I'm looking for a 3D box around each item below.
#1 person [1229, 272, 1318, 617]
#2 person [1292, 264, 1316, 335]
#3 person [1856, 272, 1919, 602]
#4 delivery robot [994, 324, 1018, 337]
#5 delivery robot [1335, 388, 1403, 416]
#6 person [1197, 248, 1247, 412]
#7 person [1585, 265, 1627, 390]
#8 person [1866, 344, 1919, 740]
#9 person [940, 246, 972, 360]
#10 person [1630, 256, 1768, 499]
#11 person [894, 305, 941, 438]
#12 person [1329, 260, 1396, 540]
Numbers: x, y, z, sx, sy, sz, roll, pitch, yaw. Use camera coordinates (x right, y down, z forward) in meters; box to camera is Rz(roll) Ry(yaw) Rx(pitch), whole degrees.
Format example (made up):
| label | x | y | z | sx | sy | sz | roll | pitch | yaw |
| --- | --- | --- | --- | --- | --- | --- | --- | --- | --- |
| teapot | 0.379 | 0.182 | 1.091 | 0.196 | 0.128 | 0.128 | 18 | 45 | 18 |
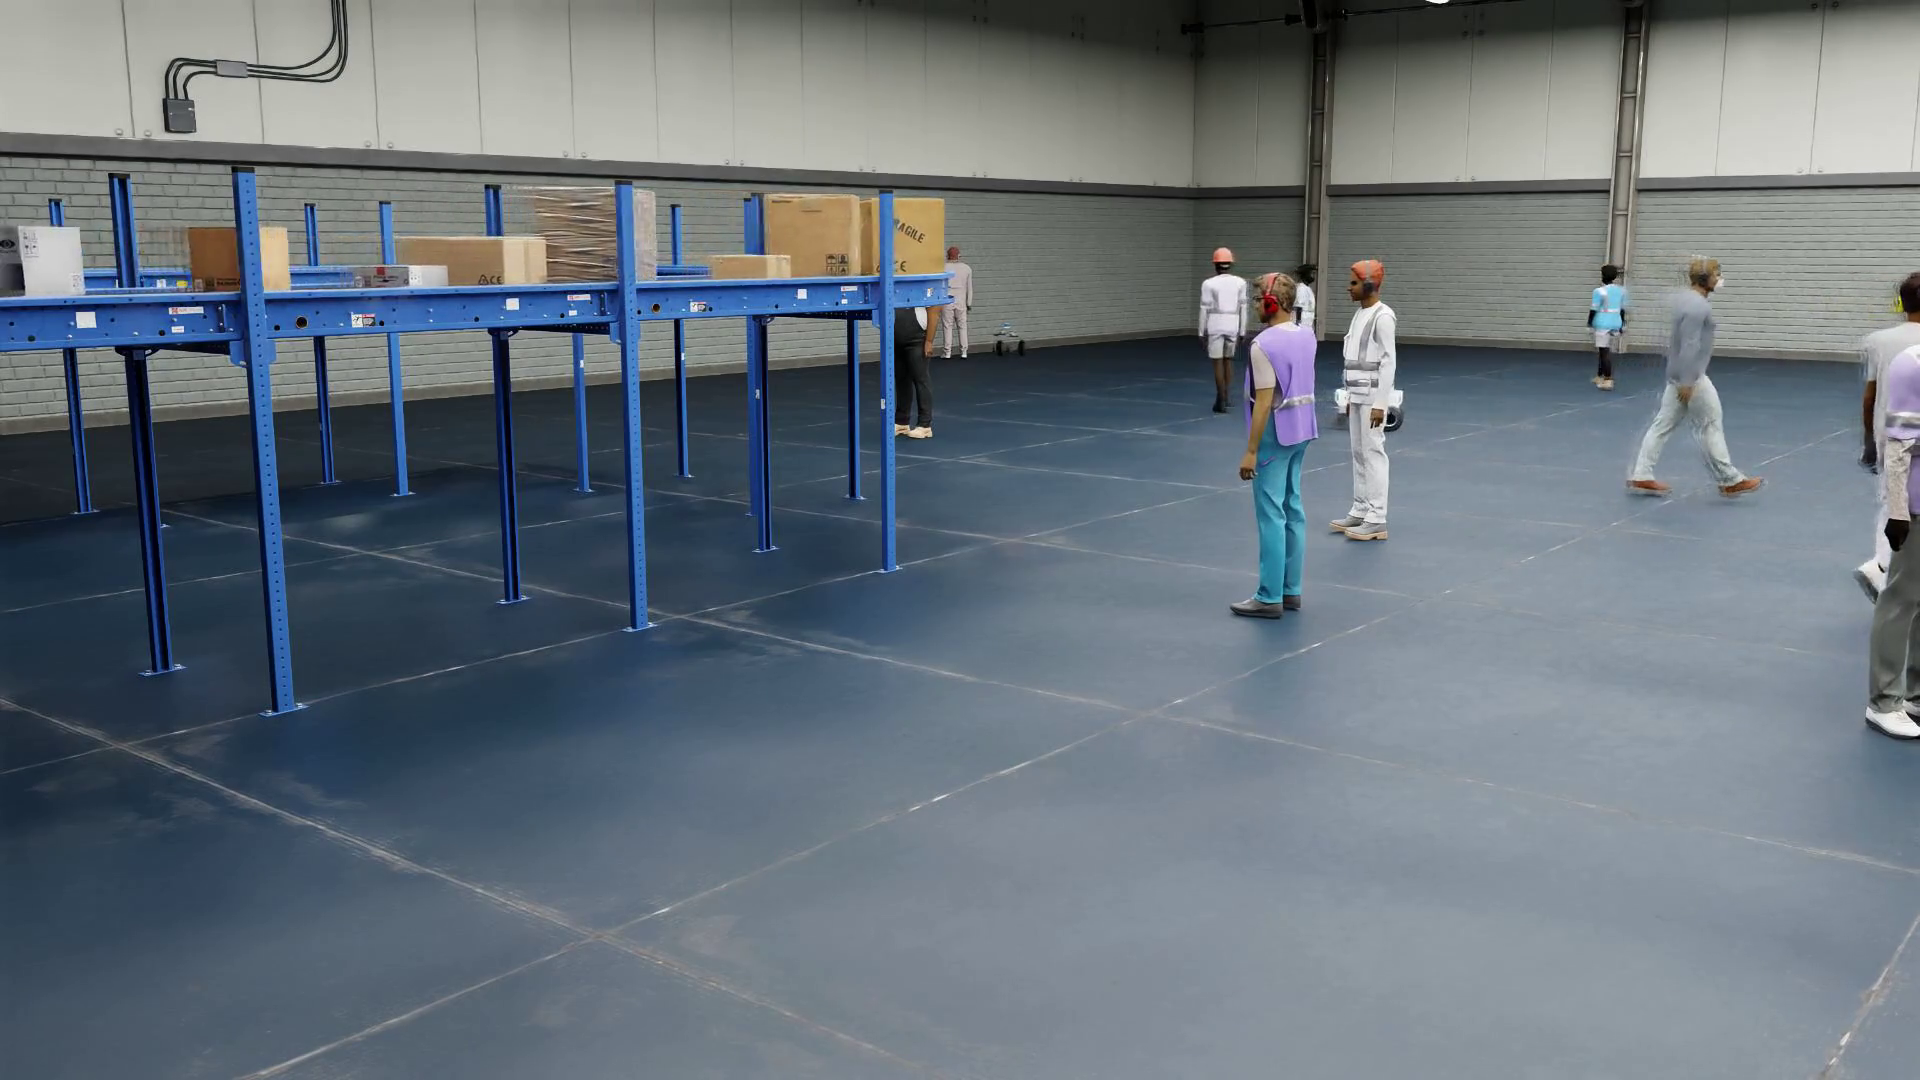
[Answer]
| label | x | y | z | sx | sy | sz | roll | pitch | yaw |
| --- | --- | --- | --- | --- | --- | --- | --- | --- | --- |
| person | 1.716 | -0.512 | 8.976 | 0.390 | 1.846 | 0.564 | 8 | 13 | 37 |
| person | 4.854 | -3.035 | 23.377 | 0.379 | 1.681 | 0.558 | 4 | 11 | 21 |
| person | 5.084 | -0.516 | 8.963 | 0.477 | 1.856 | 0.545 | -5 | 11 | -26 |
| delivery robot | 0.835 | -3.727 | 29.507 | 0.335 | 0.223 | 0.698 | -3 | 11 | -17 |
| delivery robot | 4.409 | -1.511 | 17.948 | 0.707 | 0.478 | 0.477 | 3 | 11 | 15 |
| person | 3.076 | -2.501 | 19.779 | 0.570 | 1.919 | 0.649 | -3 | 11 | -14 |
| person | 8.738 | -2.910 | 22.703 | 0.553 | 1.671 | 0.683 | -4 | 11 | -23 |
| person | 4.018 | -0.153 | 6.792 | 0.585 | 1.917 | 0.382 | -4 | 11 | -22 |
| person | -0.117 | -4.035 | 28.328 | 0.652 | 1.906 | 0.402 | -3 | 11 | -16 |
| person | 5.818 | -1.268 | 13.048 | 1.003 | 1.882 | 0.651 | 3 | 11 | 16 |
| person | -0.546 | -2.054 | 17.097 | 0.537 | 2.000 | 0.689 | -9 | 14 | -41 |
| person | 2.769 | -0.954 | 11.320 | 0.337 | 1.881 | 0.584 | -1 | 10 | -6 |
